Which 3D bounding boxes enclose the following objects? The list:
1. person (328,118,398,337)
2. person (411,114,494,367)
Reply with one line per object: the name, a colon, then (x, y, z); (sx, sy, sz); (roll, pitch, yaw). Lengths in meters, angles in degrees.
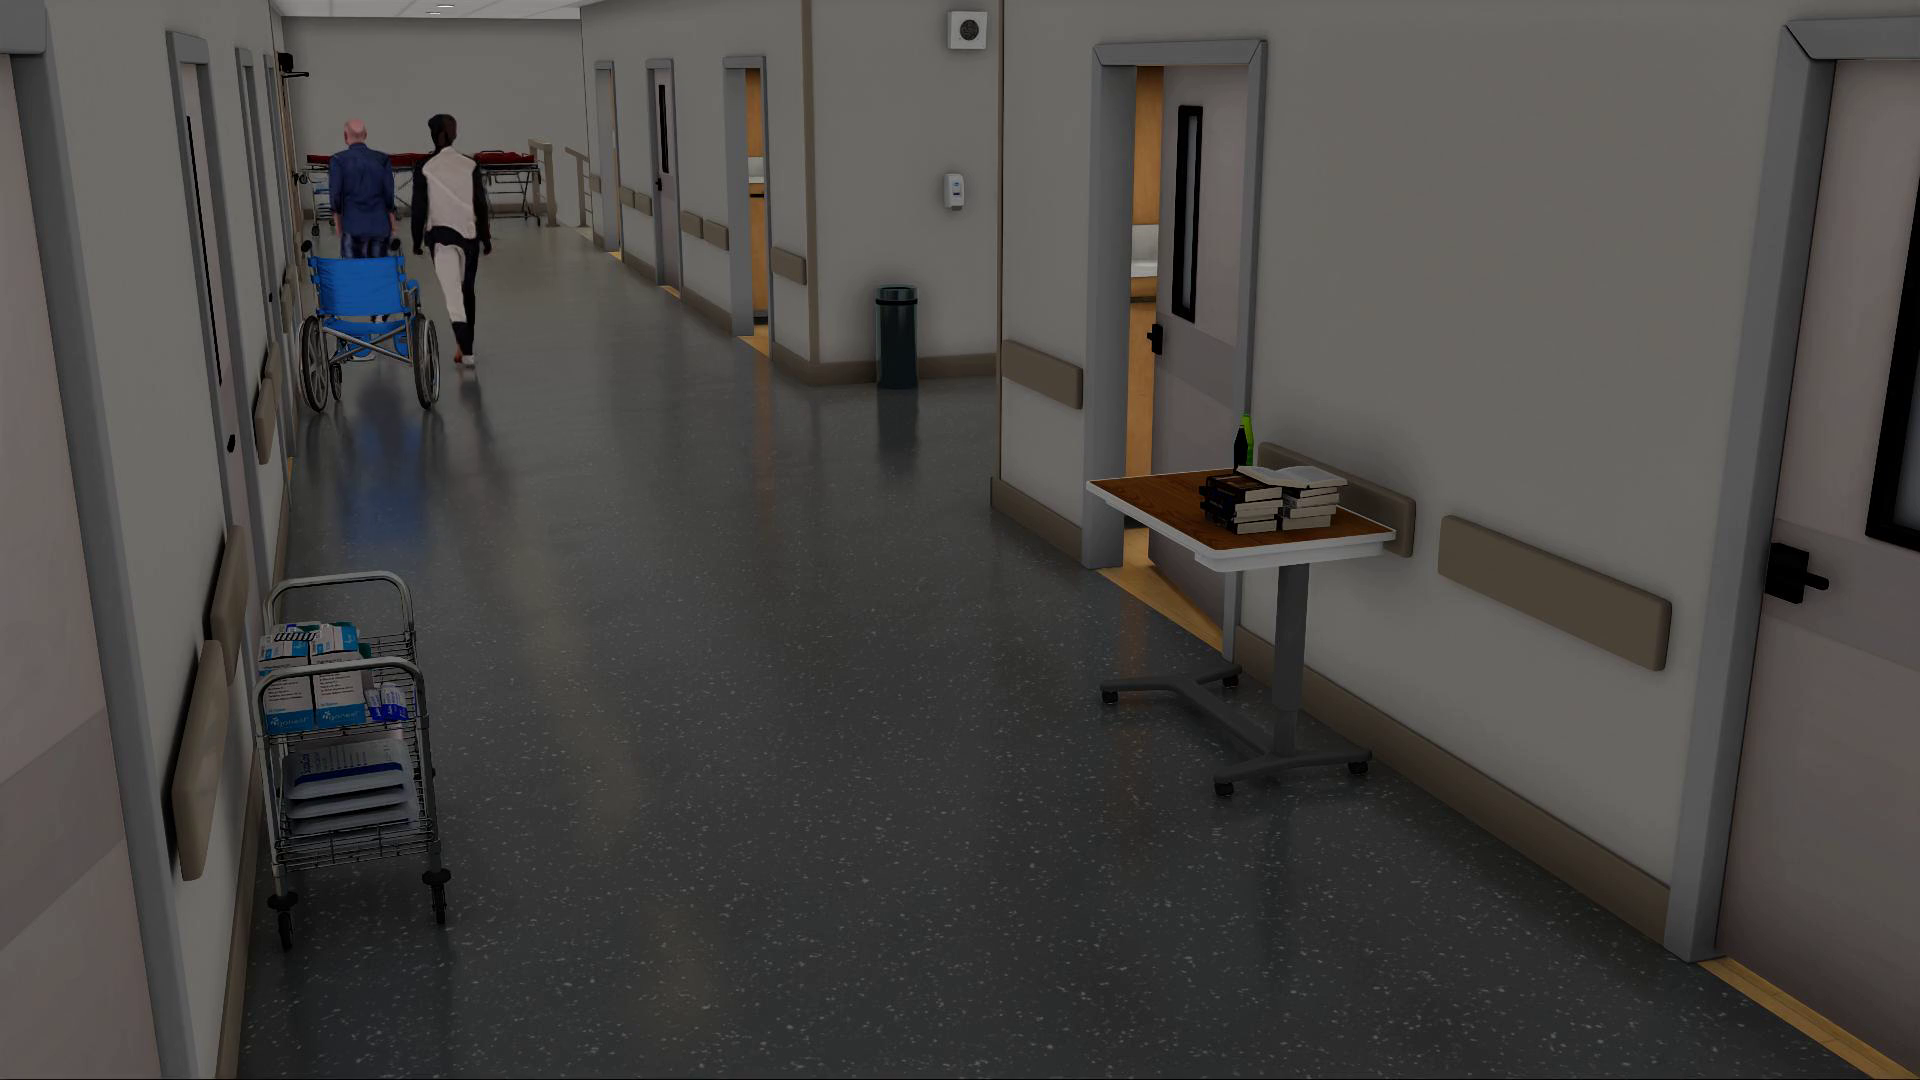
person: (-4.932, -2.564, 13.859); (0.903, 1.804, 1.069); (-12, 20, -36)
person: (-3.831, -2.258, 12.655); (0.820, 1.867, 1.023); (-9, 18, -29)
